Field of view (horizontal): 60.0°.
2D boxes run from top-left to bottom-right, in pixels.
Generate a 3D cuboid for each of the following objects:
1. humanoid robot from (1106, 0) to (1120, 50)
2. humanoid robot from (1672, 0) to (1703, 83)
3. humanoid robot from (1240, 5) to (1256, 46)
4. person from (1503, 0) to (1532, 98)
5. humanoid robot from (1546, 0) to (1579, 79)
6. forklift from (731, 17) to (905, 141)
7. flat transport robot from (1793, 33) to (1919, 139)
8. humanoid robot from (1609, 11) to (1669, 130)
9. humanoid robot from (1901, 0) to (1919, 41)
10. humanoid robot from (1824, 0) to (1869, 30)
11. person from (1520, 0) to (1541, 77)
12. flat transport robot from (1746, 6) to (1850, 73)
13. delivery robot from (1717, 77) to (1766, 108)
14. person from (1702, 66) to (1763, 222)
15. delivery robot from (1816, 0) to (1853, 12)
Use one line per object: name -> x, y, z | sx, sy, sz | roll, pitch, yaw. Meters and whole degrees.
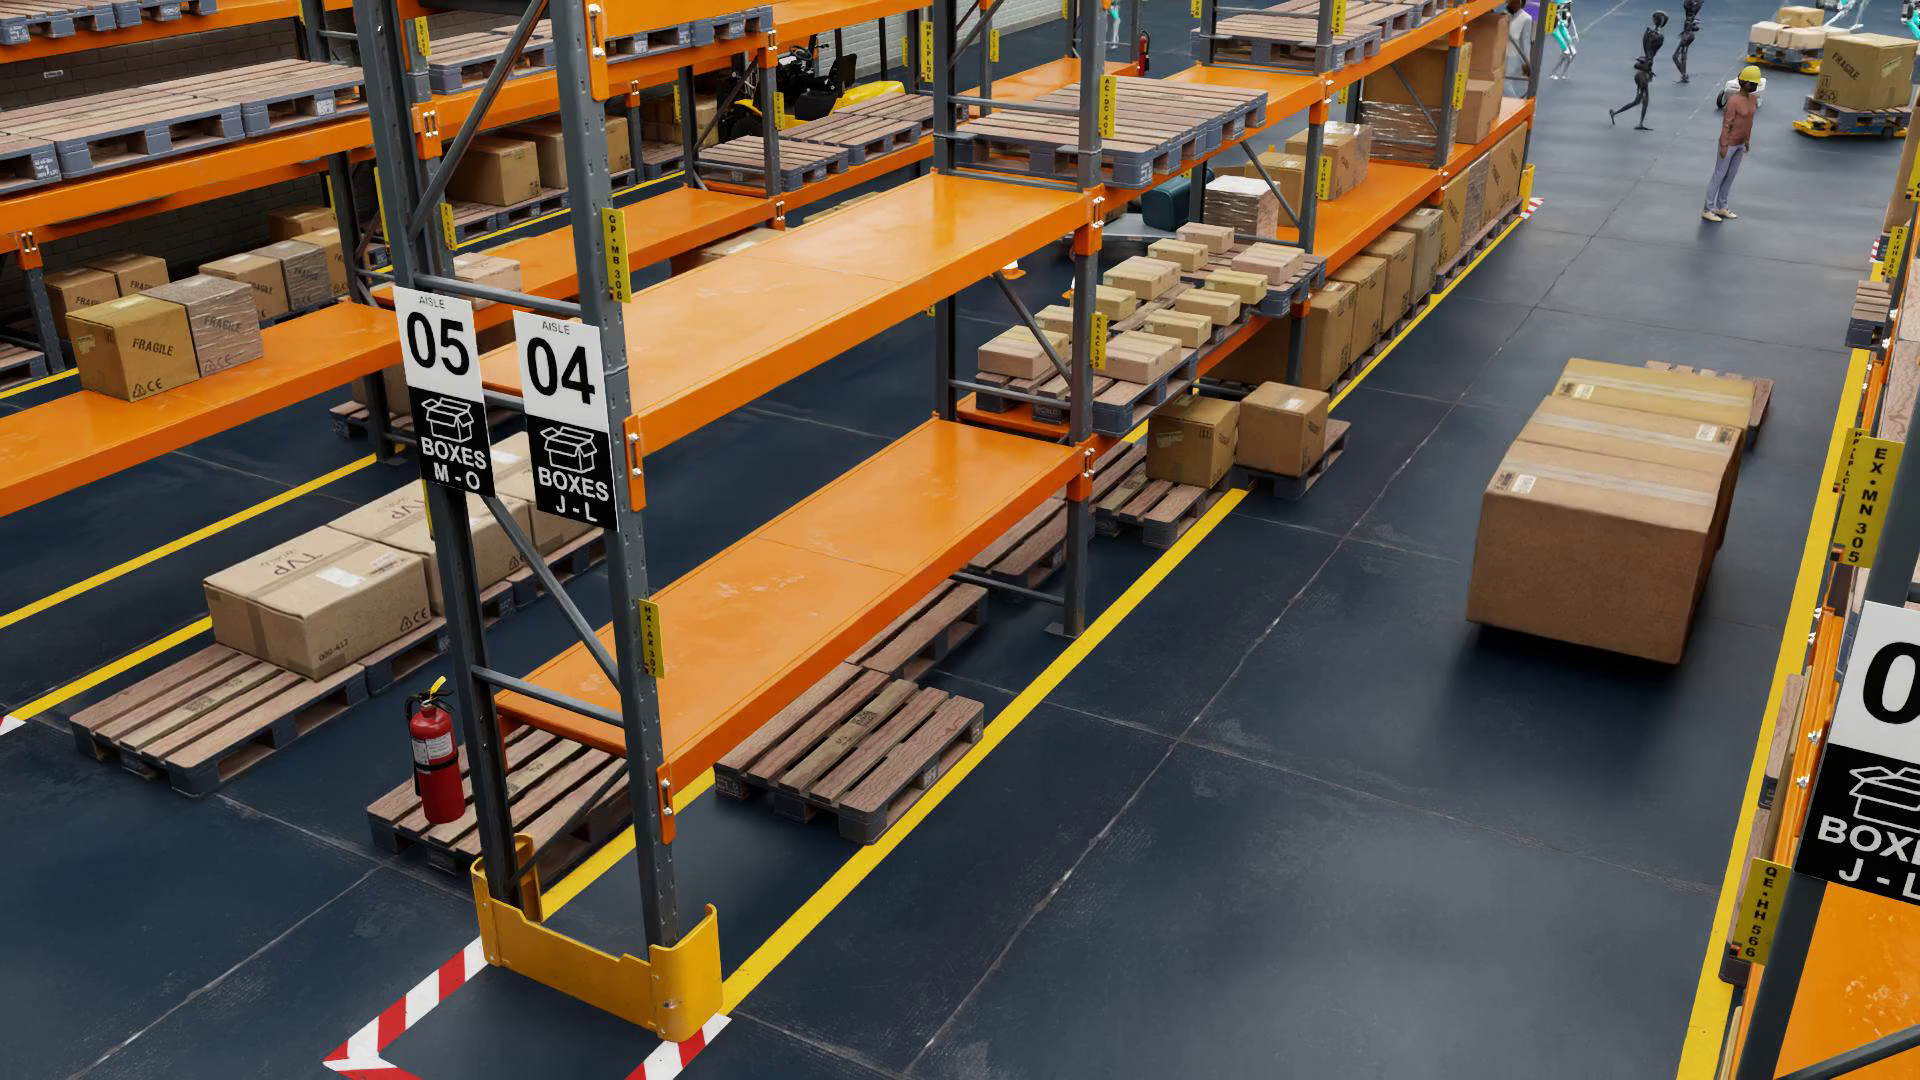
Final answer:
humanoid robot -> 2.593, -9.589, 29.572 | 0.534, 1.765, 0.775 | 19, 31, 34
humanoid robot -> 11.708, -8.196, 26.750 | 0.354, 1.643, 0.611 | 8, 27, 16
humanoid robot -> 4.052, -6.852, 23.991 | 0.614, 1.633, 0.682 | 15, 30, 29
person -> 7.886, -6.909, 23.833 | 0.456, 1.888, 0.593 | -8, 27, -15
humanoid robot -> 9.873, -8.382, 27.050 | 0.533, 1.769, 0.740 | -16, 30, -29
forklift -> -1.819, -5.975, 21.543 | 2.313, 2.155, 1.214 | 14, 29, 26
flat transport robot -> 12.652, -5.870, 23.538 | 1.431, 0.231, 0.659 | 0, 26, 0
humanoid robot -> 9.660, -6.689, 23.643 | 0.654, 1.620, 0.611 | 13, 29, 25
humanoid robot -> 16.214, -8.873, 28.069 | 0.541, 1.742, 0.812 | -20, 32, -36
humanoid robot -> 16.934, -10.501, 31.520 | 1.024, 1.769, 0.554 | 0, 26, 1
person -> 9.447, -8.555, 27.247 | 0.606, 1.902, 0.985 | 16, 30, 29
flat transport robot -> 14.136, -8.129, 28.234 | 0.659, 0.231, 1.431 | -11, 28, -22
delivery robot -> 11.835, -6.784, 25.105 | 0.774, 0.592, 0.499 | -22, 33, -38
person -> 8.884, -4.538, 19.056 | 0.516, 1.756, 0.345 | -18, 31, -33
delivery robot -> 18.116, -11.221, 34.334 | 0.789, 0.598, 0.499 | -16, 30, -29
